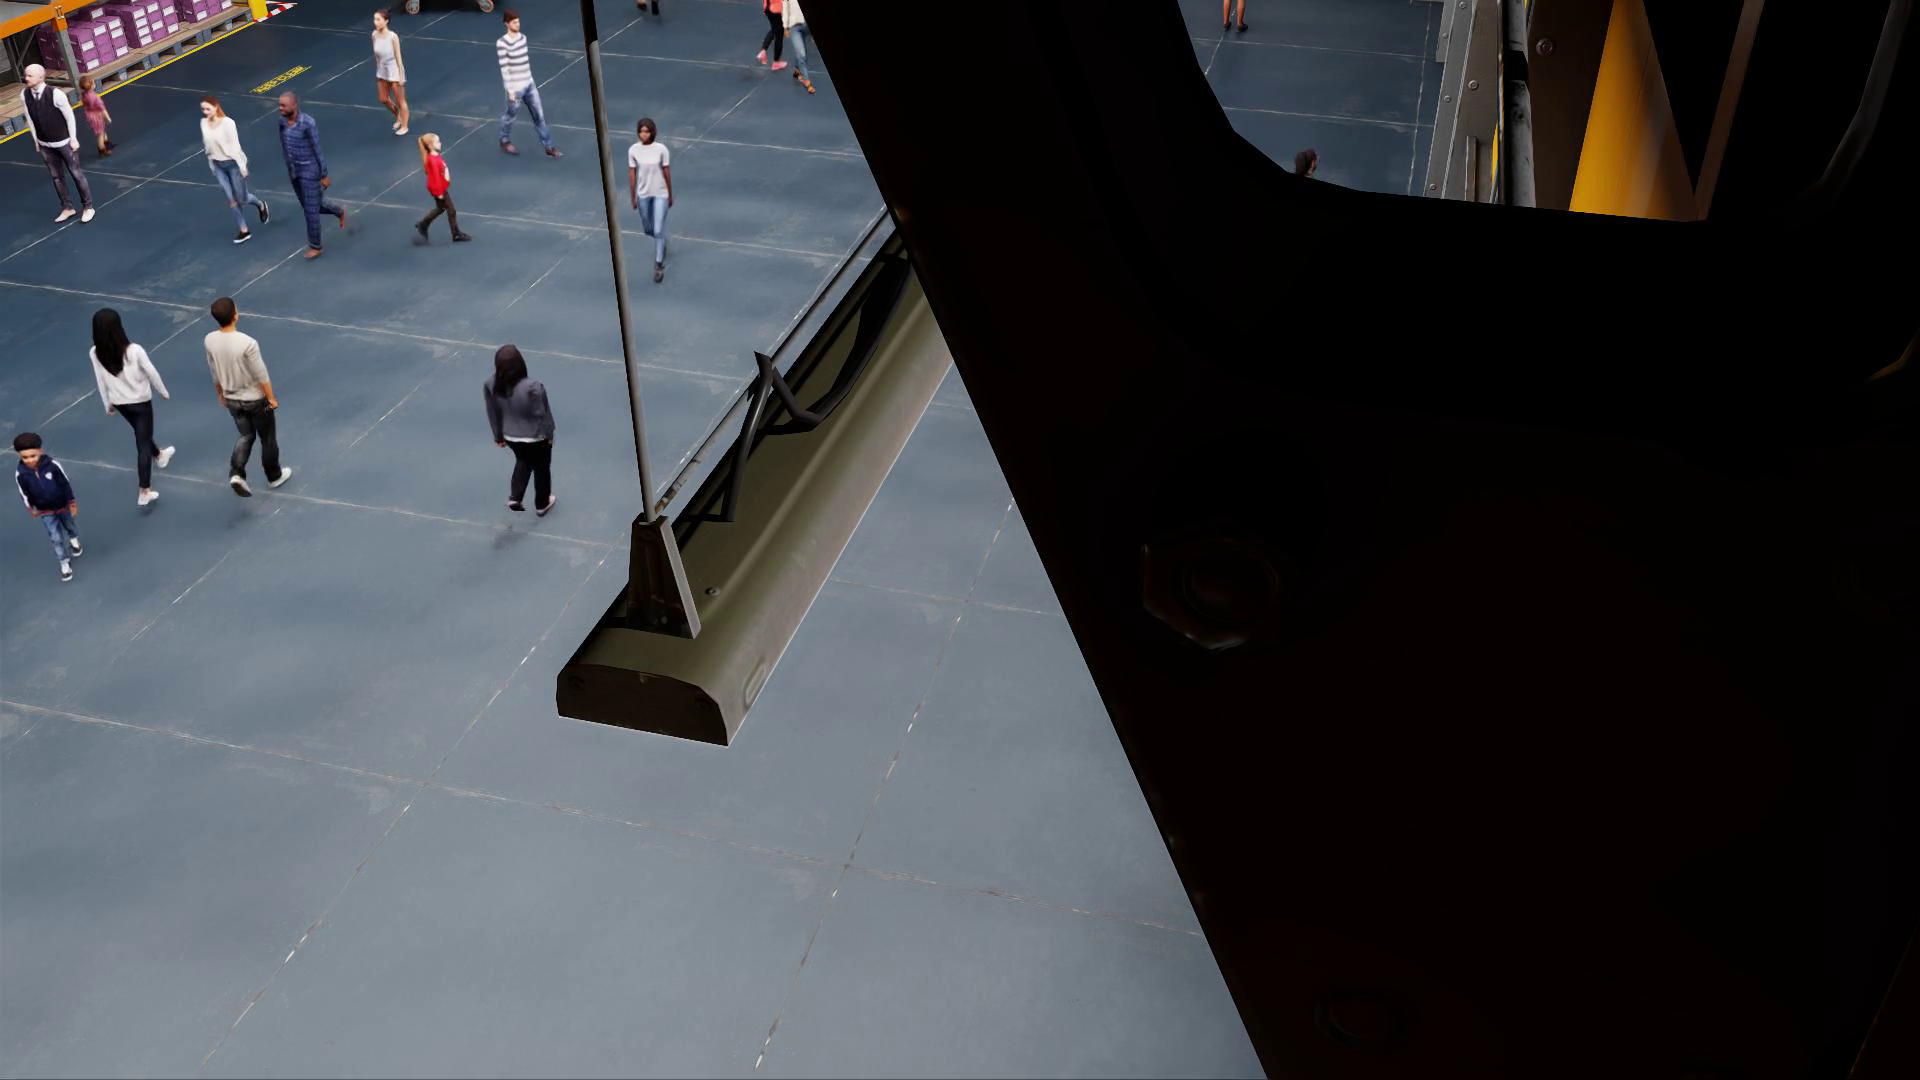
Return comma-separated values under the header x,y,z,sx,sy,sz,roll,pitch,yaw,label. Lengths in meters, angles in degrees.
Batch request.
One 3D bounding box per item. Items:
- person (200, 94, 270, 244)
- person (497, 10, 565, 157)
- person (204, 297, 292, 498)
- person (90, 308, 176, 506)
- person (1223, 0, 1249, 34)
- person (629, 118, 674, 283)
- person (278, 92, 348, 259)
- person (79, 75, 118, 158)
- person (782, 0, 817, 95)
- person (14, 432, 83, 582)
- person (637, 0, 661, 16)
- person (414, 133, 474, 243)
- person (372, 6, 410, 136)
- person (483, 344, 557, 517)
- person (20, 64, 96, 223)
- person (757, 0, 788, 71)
x,y,z,sx,sy,sz,roll,pitch,yaw,label
-8.078,-4.163,18.495,0.633,1.680,0.770,8,35,12,person
-5.530,-5.620,20.579,0.999,1.799,1.230,20,39,28,person
-5.982,-1.142,13.846,0.694,1.796,0.931,6,34,8,person
-6.935,-1.082,13.889,0.821,1.648,1.214,0,34,0,person
4.186,-8.577,25.030,0.659,1.798,0.644,17,37,23,person
-3.265,-3.672,17.740,0.755,1.698,1.084,1,34,1,person
-7.084,-4.038,18.204,0.806,1.794,1.078,16,37,22,person
-10.835,-5.281,20.782,0.450,1.010,0.574,11,35,15,person
-2.208,-7.010,22.821,1.057,1.633,1.155,-16,37,-22,person
-7.177,-0.329,13.159,0.812,1.202,0.895,-15,36,-21,person
-4.897,-9.072,25.678,1.094,1.905,1.227,-13,36,-19,person
-5.834,-3.895,18.464,0.824,1.269,0.829,-11,35,-16,person
-7.267,-6.039,21.391,0.601,1.600,0.587,13,36,19,person
-3.581,-0.854,13.604,0.676,1.583,0.751,10,35,15,person
-10.260,-4.517,18.899,0.732,1.822,0.667,2,34,3,person
-2.666,-7.424,23.405,0.794,1.676,0.855,27,42,34,person
